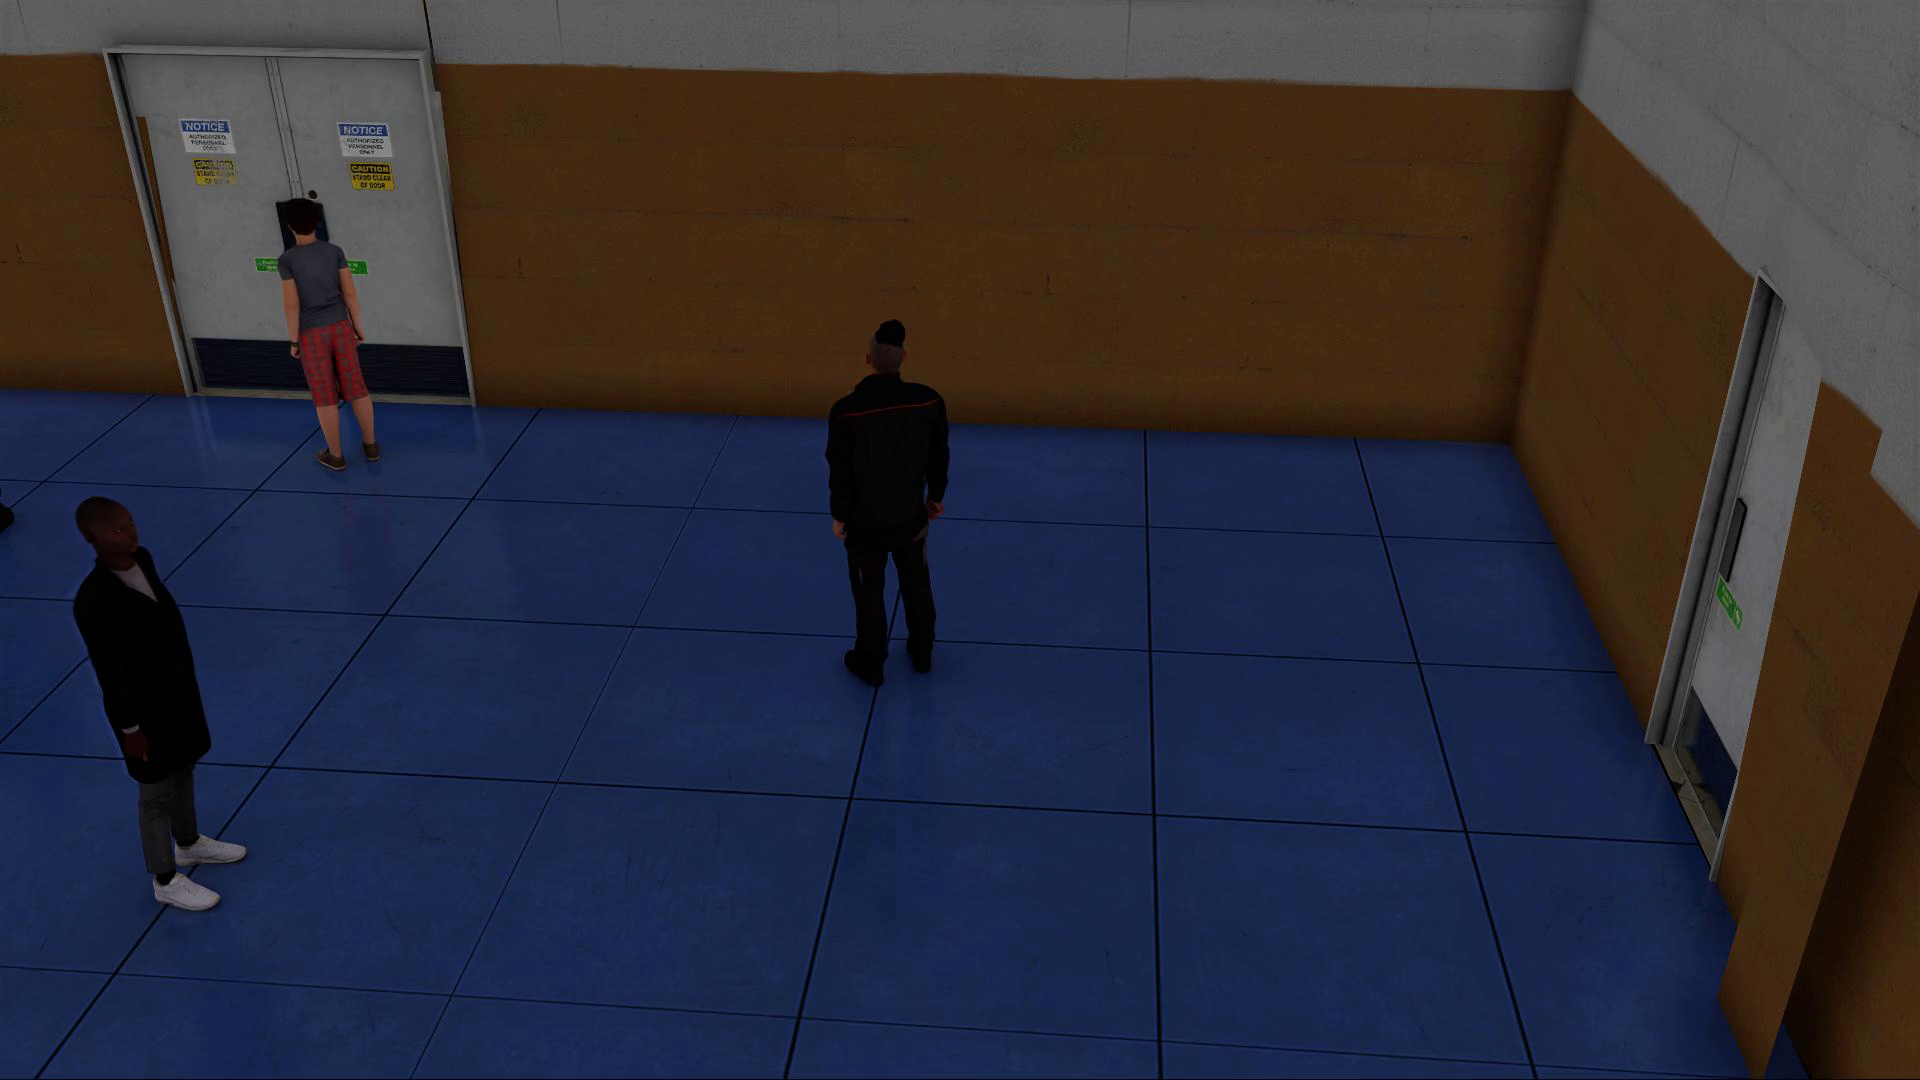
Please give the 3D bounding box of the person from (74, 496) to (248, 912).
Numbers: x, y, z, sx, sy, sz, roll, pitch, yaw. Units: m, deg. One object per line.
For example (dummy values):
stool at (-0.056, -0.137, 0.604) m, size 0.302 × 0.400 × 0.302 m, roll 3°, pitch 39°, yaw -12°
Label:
person at (-3.155, 0.618, 6.463) m, size 0.717 × 1.761 × 0.500 m, roll 0°, pitch 29°, yaw 1°

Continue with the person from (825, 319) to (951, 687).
person at (-0.339, -0.180, 7.794) m, size 0.861 × 1.862 × 0.830 m, roll -12°, pitch 31°, yaw -21°

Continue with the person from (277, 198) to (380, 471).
person at (-3.794, -1.225, 9.943) m, size 0.668 × 1.648 × 0.714 m, roll -19°, pitch 34°, yaw -31°
